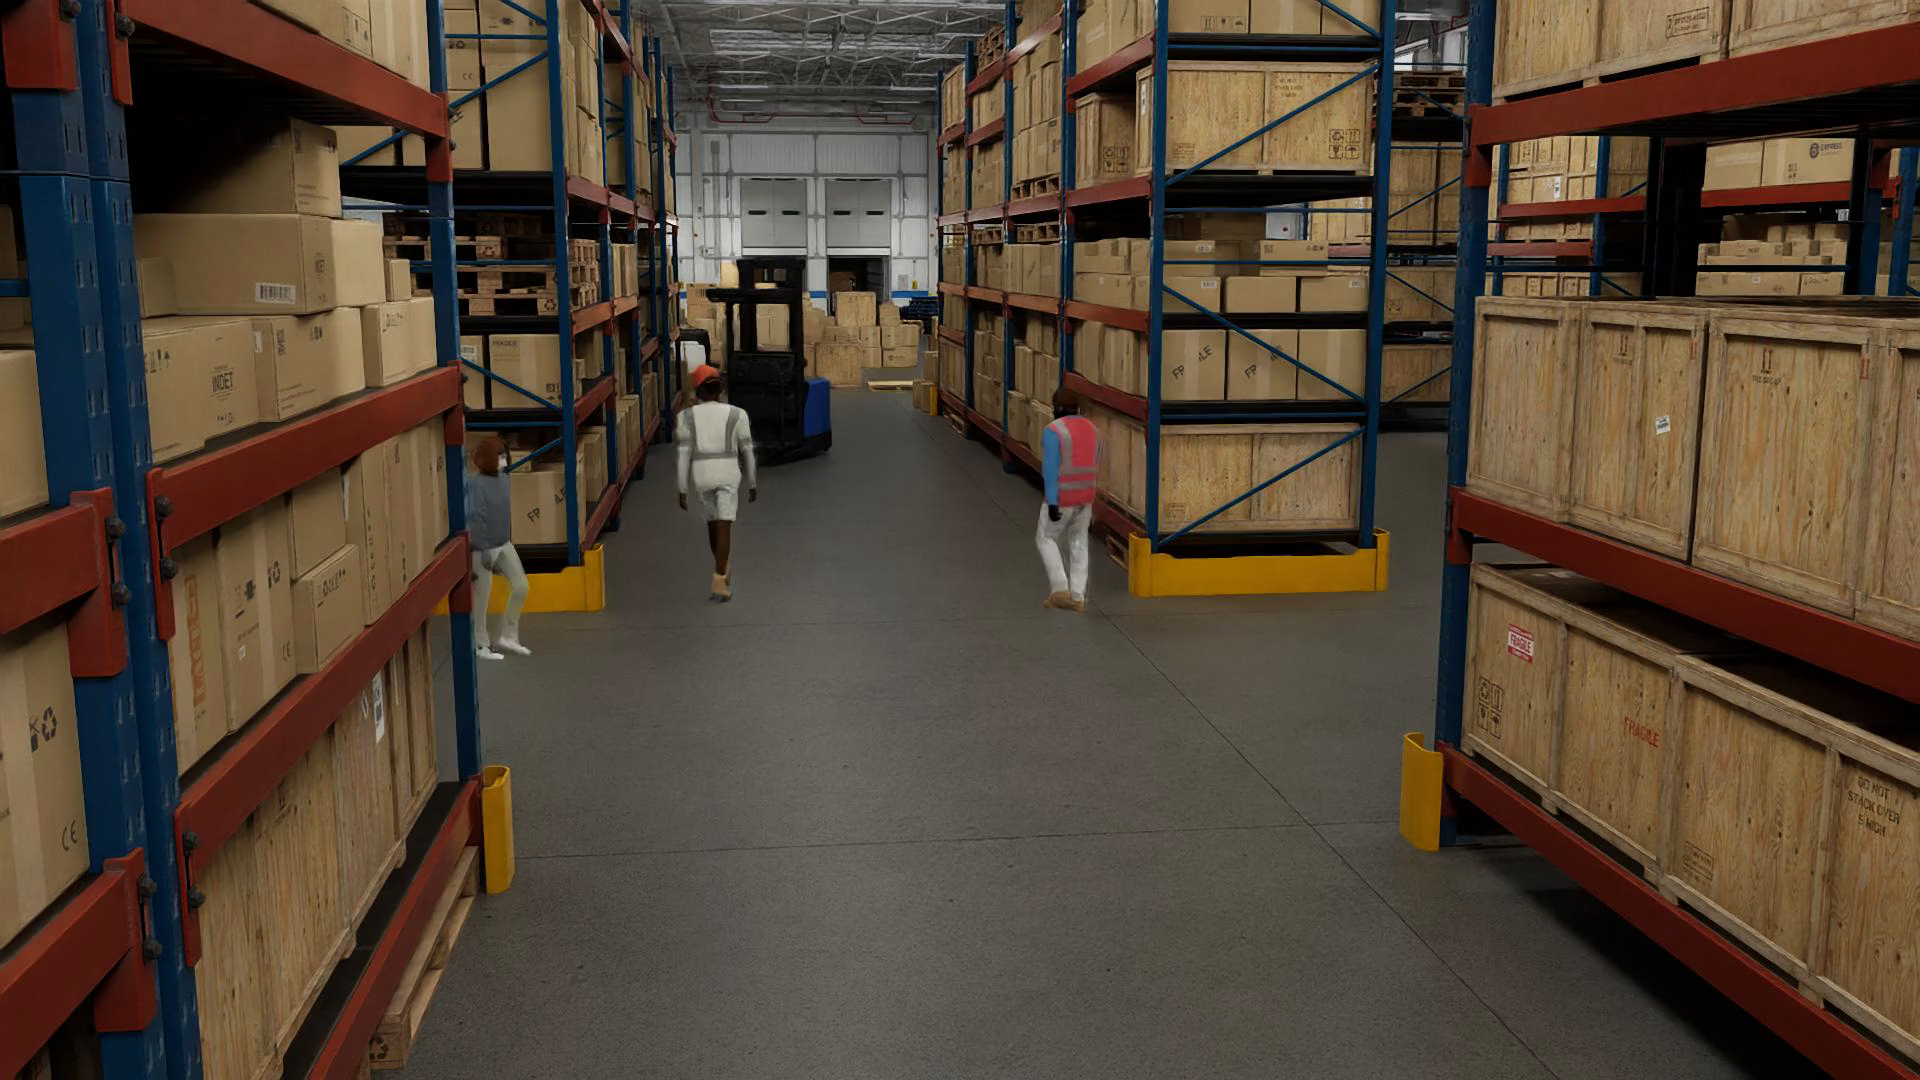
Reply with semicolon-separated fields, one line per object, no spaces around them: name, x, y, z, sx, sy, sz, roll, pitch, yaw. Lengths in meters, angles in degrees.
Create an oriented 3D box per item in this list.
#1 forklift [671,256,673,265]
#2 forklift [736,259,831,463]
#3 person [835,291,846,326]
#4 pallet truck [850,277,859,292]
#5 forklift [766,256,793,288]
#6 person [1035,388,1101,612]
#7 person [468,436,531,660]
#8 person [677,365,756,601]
forklift;-10.987;-9.066;61.344;1.129;2.768;1.873;-1;10;-7
forklift;-2.655;-2.591;23.648;1.129;2.768;1.873;3;10;18
person;-3.145;-5.875;45.601;0.591;1.915;0.399;-4;10;-21
pallet truck;-3.782;-9.391;65.808;1.885;1.965;0.823;2;10;10
forklift;-6.555;-8.937;60.594;1.129;2.768;1.873;-6;12;-33
person;0.886;-0.316;13.504;0.649;1.816;0.458;-8;13;-40
person;-3.292;0.069;11.835;0.501;1.618;0.499;4;11;23
person;-2.077;-0.498;14.144;0.630;1.971;1.101;1;10;3
